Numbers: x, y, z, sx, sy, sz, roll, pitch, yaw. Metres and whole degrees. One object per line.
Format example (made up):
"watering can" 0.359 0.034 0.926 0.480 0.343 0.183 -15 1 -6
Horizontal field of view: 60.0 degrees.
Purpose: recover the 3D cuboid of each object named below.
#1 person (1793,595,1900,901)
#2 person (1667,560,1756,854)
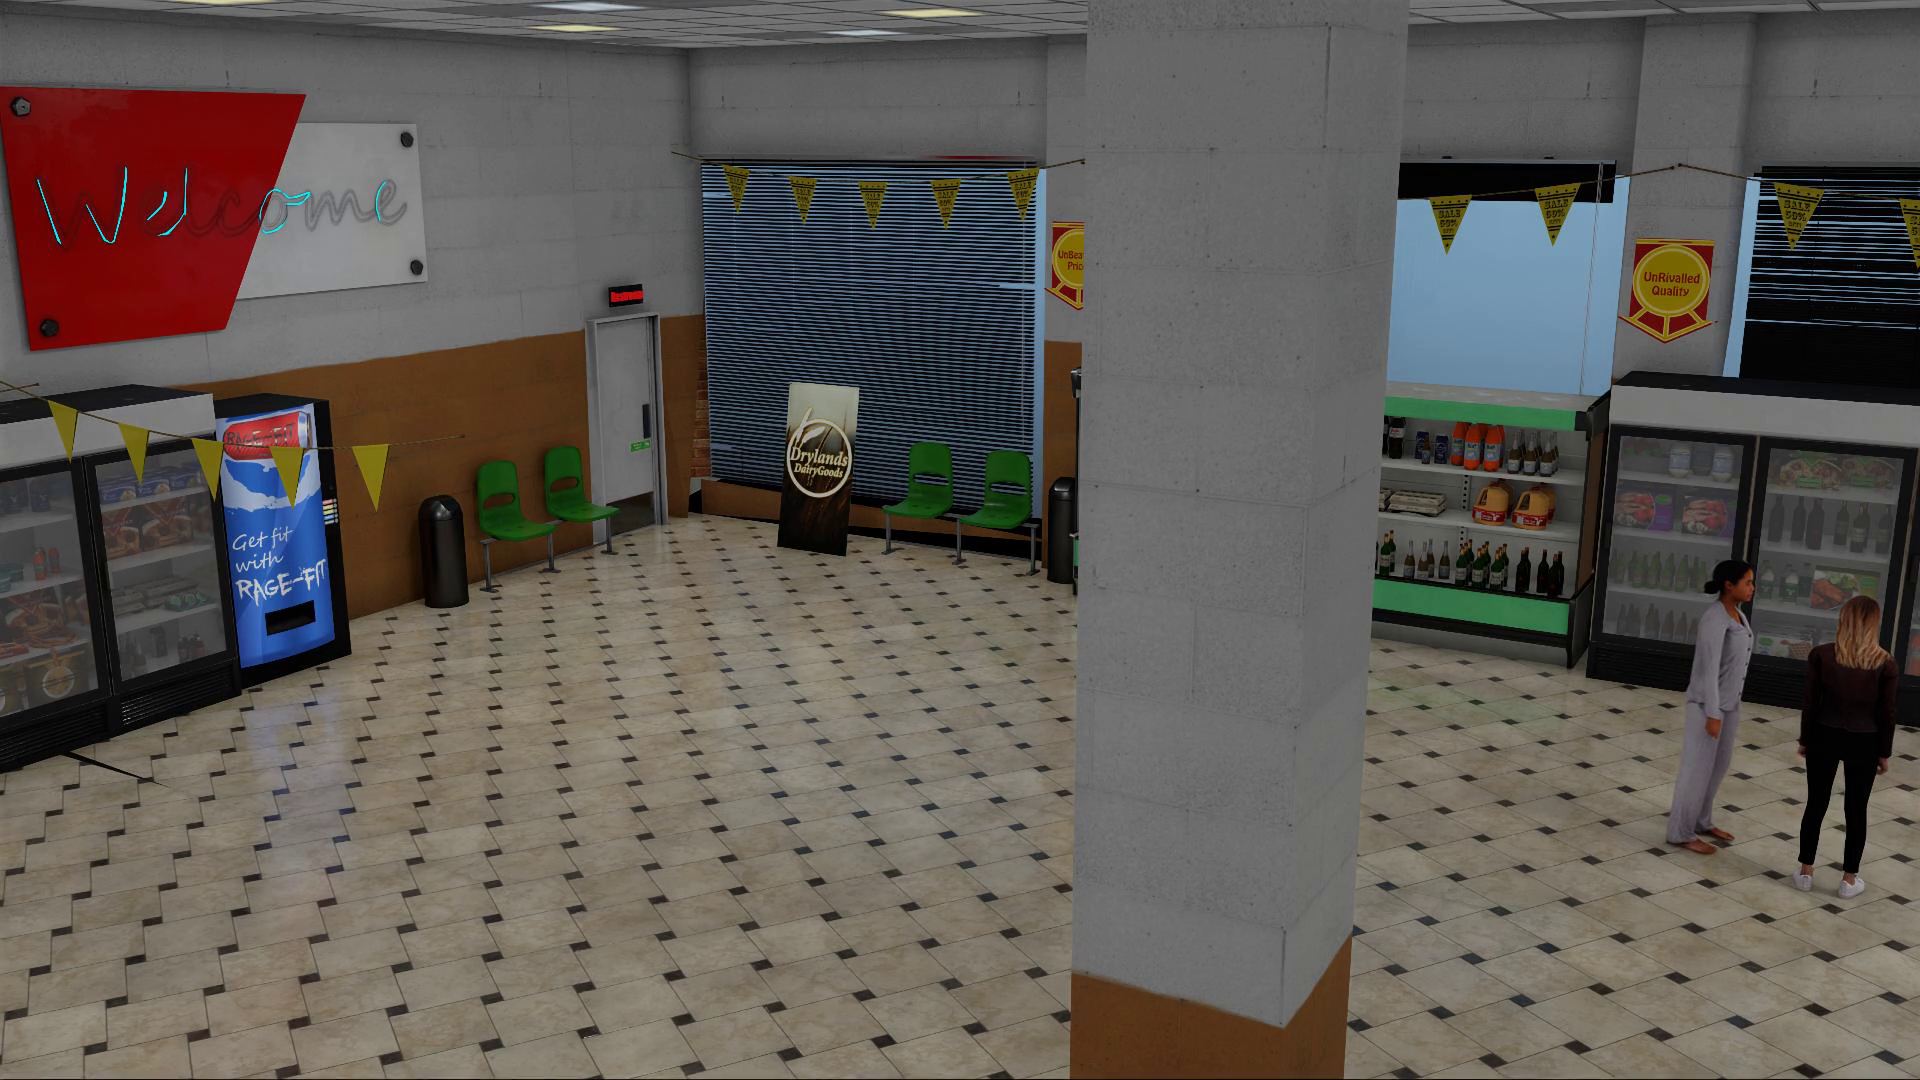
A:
"person" 4.846 1.130 9.126 0.442 1.704 0.675 9 16 33
"person" 4.432 0.953 9.796 0.623 1.731 0.680 13 19 43
